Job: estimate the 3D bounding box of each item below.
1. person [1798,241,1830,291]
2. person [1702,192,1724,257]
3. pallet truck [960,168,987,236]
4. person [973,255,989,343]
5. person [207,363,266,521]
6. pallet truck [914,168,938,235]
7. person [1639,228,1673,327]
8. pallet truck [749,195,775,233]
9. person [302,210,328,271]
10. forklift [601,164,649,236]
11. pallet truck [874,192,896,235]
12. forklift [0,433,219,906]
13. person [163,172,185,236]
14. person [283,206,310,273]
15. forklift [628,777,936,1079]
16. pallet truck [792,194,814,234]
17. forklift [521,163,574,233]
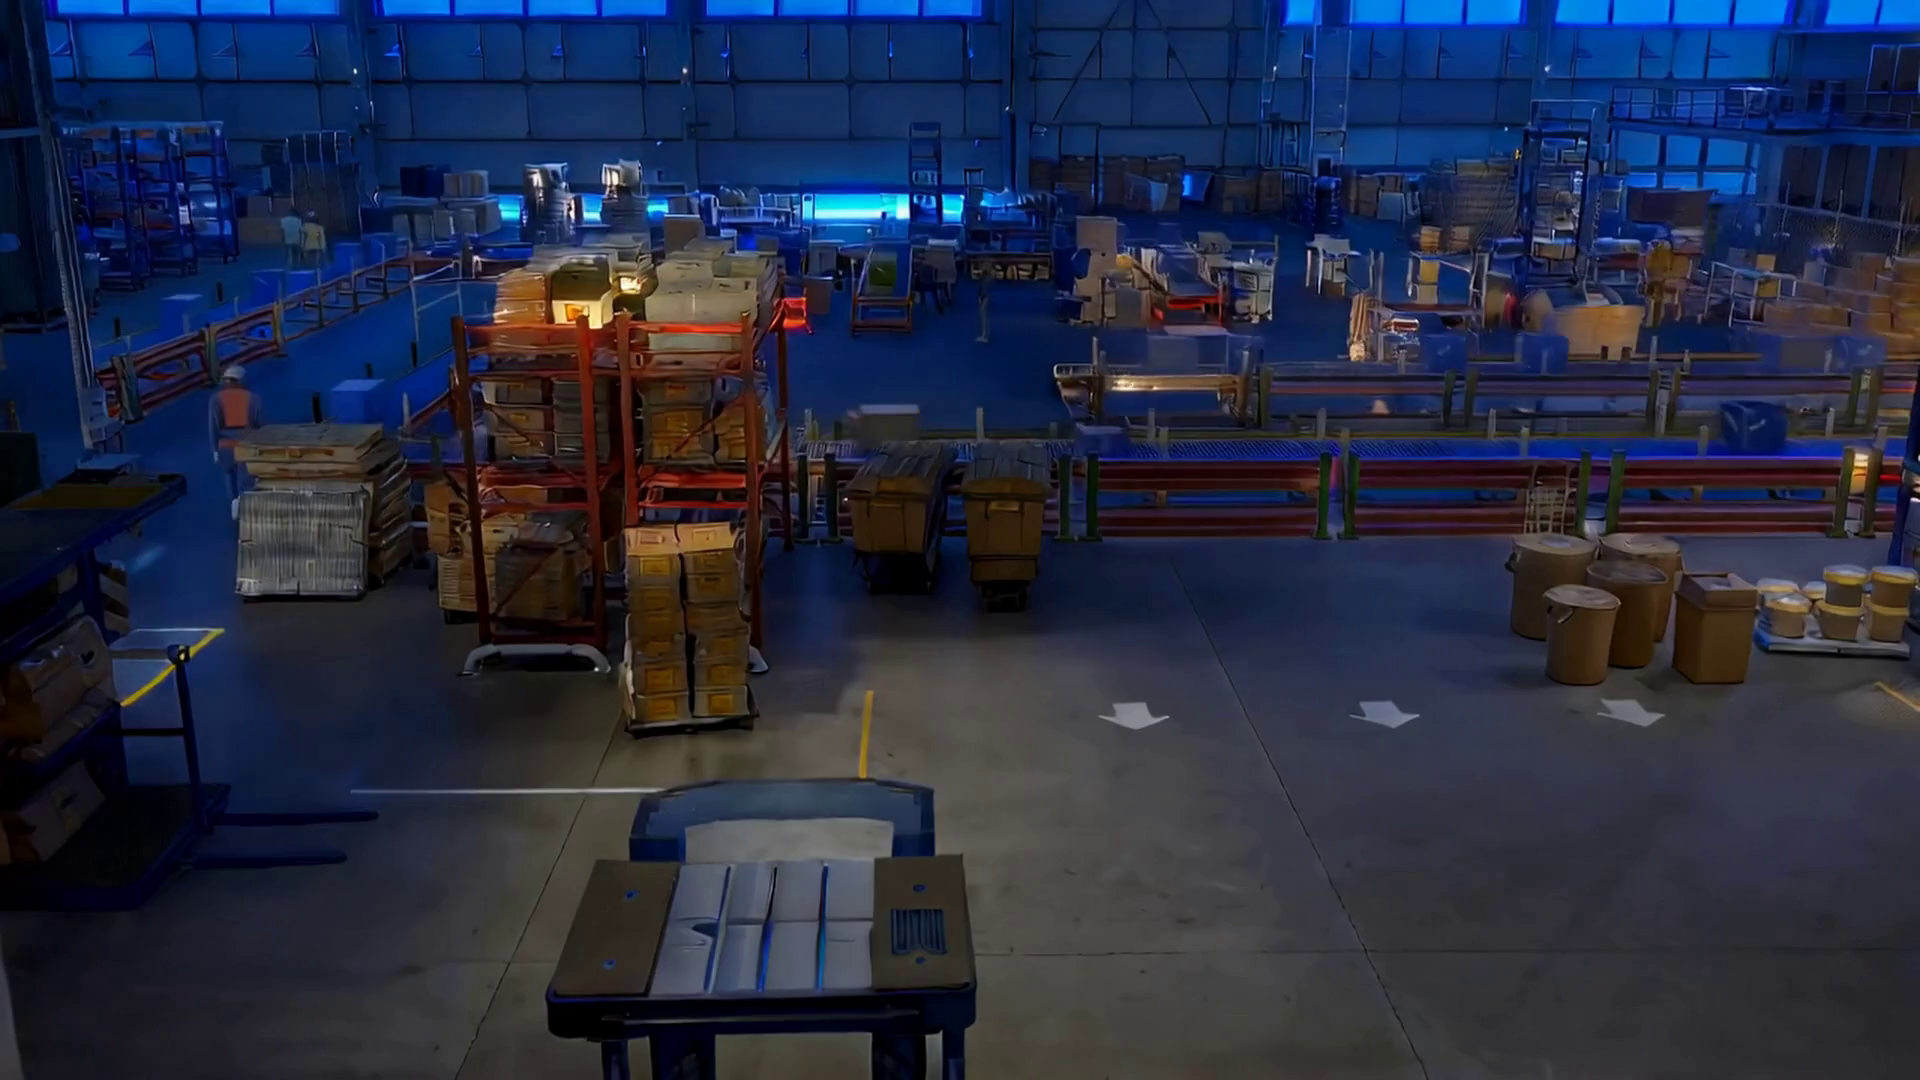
[{"bbox_3d":[15.228,-4.348,29.770,0.399,1.989,0.623,-5,17,-17],"label":"person"},{"bbox_3d":[20.043,-8.382,44.265,0.488,1.728,0.501,0,16,0],"label":"person"},{"bbox_3d":[0.383,-10.230,50.206,0.823,1.965,1.885,-1,16,-3],"label":"pallet truck"},{"bbox_3d":[0.387,-4.462,30.823,0.283,1.624,0.494,-1,16,-3],"label":"person"},{"bbox_3d":[-8.117,-1.080,18.735,0.601,1.814,0.414,-6,17,-21],"label":"person"},{"bbox_3d":[-0.989,-10.316,50.507,0.823,1.965,1.885,1,16,3],"label":"pallet truck"},{"bbox_3d":[13.648,-5.146,32.647,0.550,1.933,0.375,-1,16,-4],"label":"person"},{"bbox_3d":[-6.051,-9.967,50.660,0.680,1.201,1.601,0,16,-1],"label":"pallet truck"},{"bbox_3d":[-14.935,-6.744,38.519,0.548,1.750,0.413,2,16,8],"label":"person"},{"bbox_3d":[-9.948,-10.127,49.296,1.157,1.987,2.680,-1,16,-3],"label":"forklift"},{"bbox_3d":[-2.277,-9.986,50.594,0.653,1.274,1.630,0,16,-1],"label":"pallet truck"},{"bbox_3d":[-5.952,0.780,10.366,1.873,2.768,1.129,0,16,-1],"label":"forklift"},{"bbox_3d":[-22.807,-9.691,48.339,0.625,1.992,0.388,1,16,5],"label":"person"},{"bbox_3d":[-15.648,-6.956,39.191,0.589,1.797,0.966,3,16,12],"label":"person"},{"bbox_3d":[-0.542,2.165,5.552,1.129,2.768,1.873,-1,16,-2],"label":"forklift"},{"bbox_3d":[-4.814,-9.883,50.259,0.704,1.261,1.522,-1,16,-3],"label":"pallet truck"},{"bbox_3d":[-12.233,-10.122,49.298,1.157,1.987,2.680,0,16,-1],"label":"forklift"}]
